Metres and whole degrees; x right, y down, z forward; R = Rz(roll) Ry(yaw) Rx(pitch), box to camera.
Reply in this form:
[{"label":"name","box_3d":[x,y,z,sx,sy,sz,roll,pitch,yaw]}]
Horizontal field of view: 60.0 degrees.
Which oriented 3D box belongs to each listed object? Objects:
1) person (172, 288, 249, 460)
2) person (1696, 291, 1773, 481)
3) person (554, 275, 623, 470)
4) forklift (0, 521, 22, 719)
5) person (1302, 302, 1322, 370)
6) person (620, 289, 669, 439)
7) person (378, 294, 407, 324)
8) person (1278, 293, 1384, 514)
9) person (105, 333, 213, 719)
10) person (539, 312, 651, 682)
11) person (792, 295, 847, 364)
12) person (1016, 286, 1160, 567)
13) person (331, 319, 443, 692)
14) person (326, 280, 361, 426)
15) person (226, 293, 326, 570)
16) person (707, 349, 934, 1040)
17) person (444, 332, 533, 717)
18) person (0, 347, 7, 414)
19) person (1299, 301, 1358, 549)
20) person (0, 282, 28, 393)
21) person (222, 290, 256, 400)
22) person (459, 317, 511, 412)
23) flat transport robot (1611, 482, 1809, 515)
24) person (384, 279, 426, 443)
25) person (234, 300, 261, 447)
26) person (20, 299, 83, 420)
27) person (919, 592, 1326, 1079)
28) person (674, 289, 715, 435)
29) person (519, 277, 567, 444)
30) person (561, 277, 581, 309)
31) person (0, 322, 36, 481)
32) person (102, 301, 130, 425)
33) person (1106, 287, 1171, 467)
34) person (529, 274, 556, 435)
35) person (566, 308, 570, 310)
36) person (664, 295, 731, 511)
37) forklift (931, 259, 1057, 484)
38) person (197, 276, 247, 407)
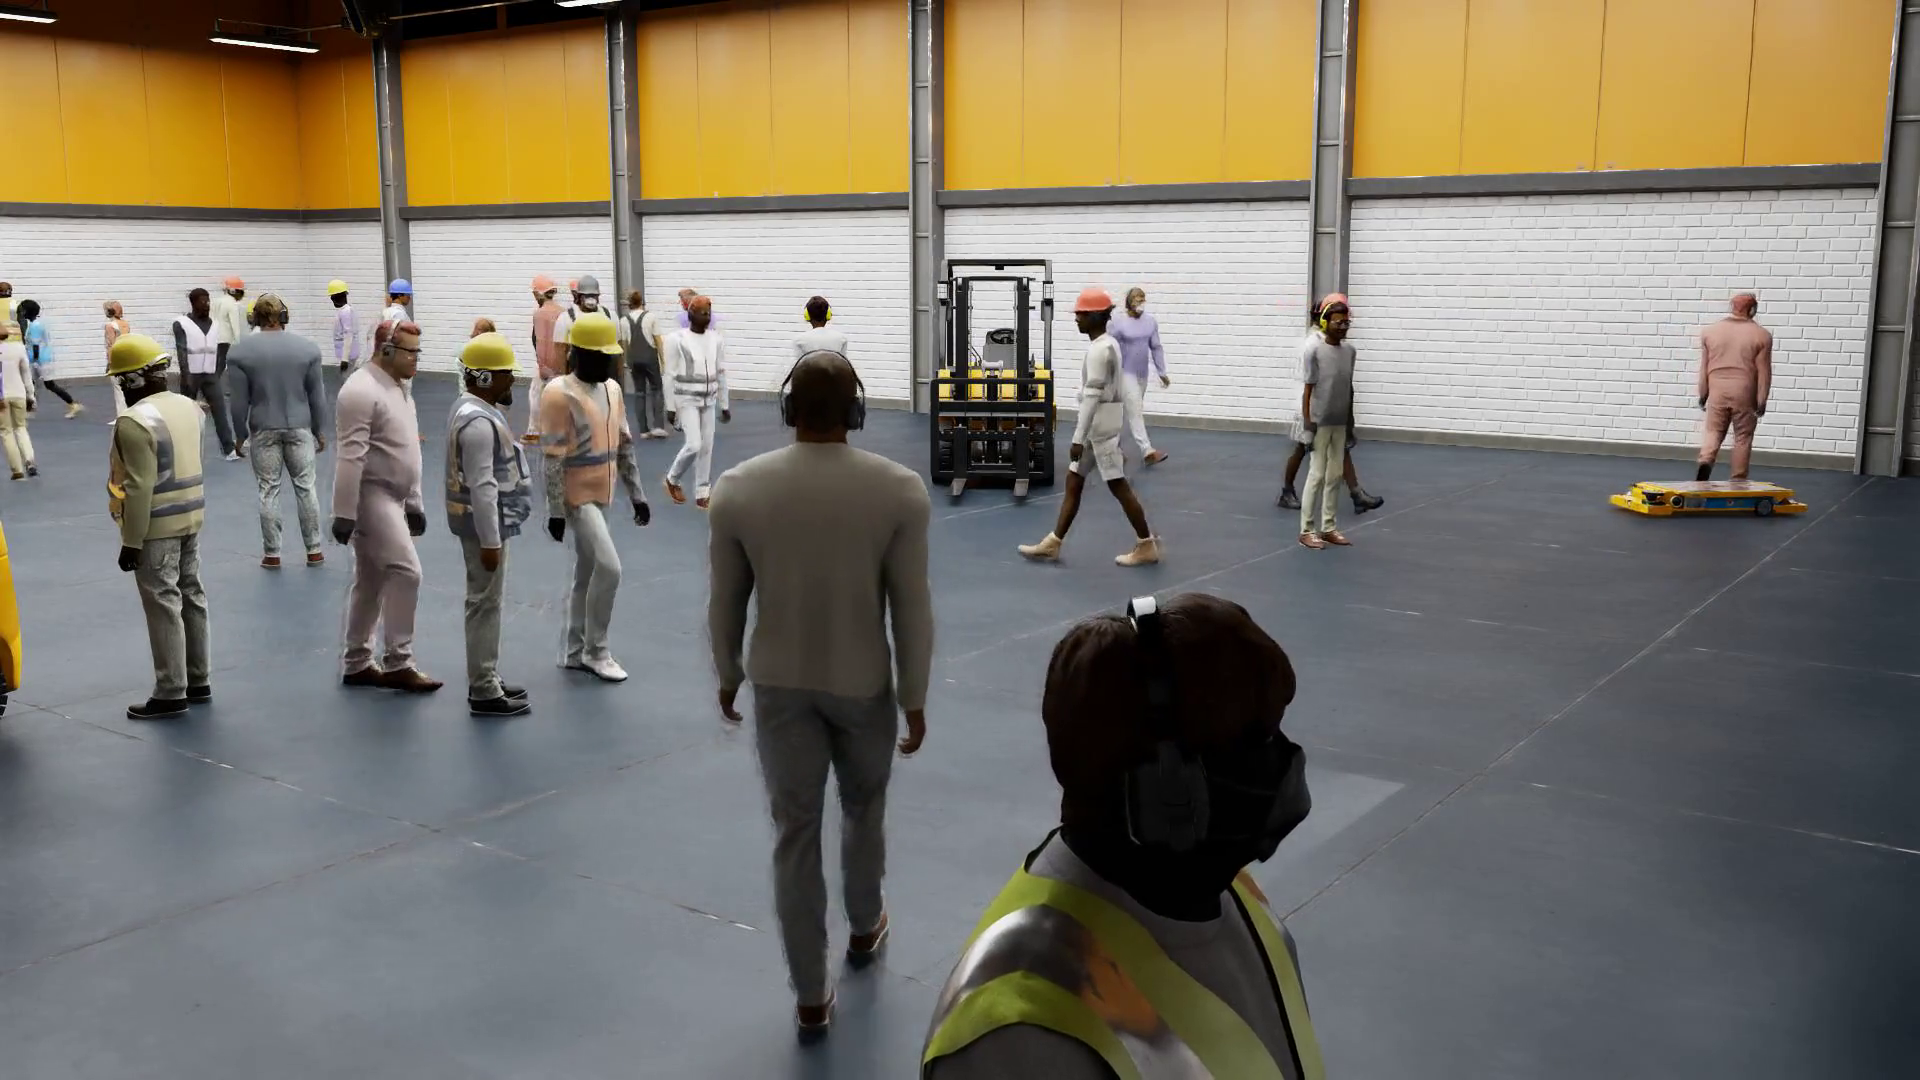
[{"label":"person","box_3d":[-8.224,-1.785,18.012,0.999,1.869,0.608,5,11,28]},{"label":"person","box_3d":[7.101,-1.339,15.291,0.652,1.885,0.644,9,13,42]},{"label":"person","box_3d":[-3.769,-1.714,17.069,0.709,2.000,0.936,-4,10,-23]},{"label":"forklift","box_3d":[-5.296,-0.090,6.943,1.214,2.155,2.313,7,12,35]},{"label":"person","box_3d":[4.140,-1.919,19.335,0.320,1.694,0.531,2,10,11]},{"label":"person","box_3d":[-3.829,-2.109,20.133,0.558,1.824,0.373,2,10,10]},{"label":"person","box_3d":[-9.730,-3.416,28.504,0.521,1.615,0.756,0,10,-1]},{"label":"person","box_3d":[3.161,-1.156,14.222,0.556,1.874,1.013,-8,12,-39]},{"label":"person","box_3d":[-3.807,-0.064,7.892,0.403,1.824,0.588,1,10,3]},{"label":"person","box_3d":[-1.857,-0.216,8.588,0.634,1.893,0.617,3,10,17]},{"label":"person","box_3d":[-1.212,-1.173,14.378,0.521,1.865,0.334,-4,10,-21]},{"label":"person","box_3d":[0.953,-0.785,11.707,1.042,1.989,0.628,1,10,8]},{"label":"person","box_3d":[-2.856,-0.170,8.387,0.682,1.870,0.676,-1,10,-4]},{"label":"person","box_3d":[-7.910,-2.378,21.391,0.379,1.918,0.585,-3,10,-18]},{"label":"person","box_3d":[-4.773,-0.754,11.669,0.628,1.937,0.378,-4,10,-24]},{"label":"person","box_3d":[-0.401,0.400,4.872,0.653,1.902,0.904,0,10,-1]},{"label":"person","box_3d":[-2.239,-0.070,7.932,0.403,1.826,0.593,-3,10,-18]},{"label":"person","box_3d":[-8.996,-1.355,15.009,0.672,2.028,0.621,7,12,37]},{"label":"person","box_3d":[2.789,-0.862,12.549,0.522,1.863,0.326,-6,11,-31]},{"label":"person","box_3d":[-14.808,-3.094,25.903,0.622,1.838,0.429,-1,10,-6]},{"label":"person","box_3d":[-10.978,-2.977,25.237,0.958,1.819,0.538,5,11,27]},{"label":"person","box_3d":[-4.820,-1.464,16.894,0.506,1.612,0.691,-3,10,-15]},{"label":"flat transport robot","box_3d":[6.447,-0.369,14.319,1.431,0.197,0.652,-1,10,-6]},{"label":"person","box_3d":[-6.649,-2.127,19.802,0.385,1.949,0.601,-6,11,-31]},{"label":"person","box_3d":[-8.041,-1.874,18.970,0.808,1.706,0.516,0,10,-3]},{"label":"person","box_3d":[-12.410,-2.438,22.536,0.842,1.660,0.530,-5,11,-29]},{"label":"person","box_3d":[0.201,0.963,1.714,0.429,1.847,0.625,3,10,20]},{"label":"person","box_3d":[-3.328,-2.221,20.786,0.612,1.799,0.872,-6,11,-34]},{"label":"person","box_3d":[-4.891,-2.096,19.573,0.811,1.962,0.601,6,11,30]},{"label":"person","box_3d":[-5.444,-2.793,23.832,0.559,1.927,0.524,-6,11,-31]},{"label":"person","box_3d":[-9.350,-1.376,16.287,0.365,1.612,0.524,8,12,39]},{"label":"person","box_3d":[-11.109,-2.334,21.973,0.310,1.638,0.543,0,10,-2]},{"label":"person","box_3d":[1.869,-1.727,17.617,0.639,1.878,1.043,-8,12,-39]},{"label":"person","box_3d":[-5.146,-2.301,20.700,0.372,1.996,0.611,-6,11,-30]},{"label":"person","box_3d":[-4.627,-1.954,19.828,0.512,1.621,0.770,4,10,24]},{"label":"person","box_3d":[-2.292,-1.177,14.379,0.473,1.871,0.598,9,13,42]},{"label":"forklift","box_3d":[0.370,-1.738,16.759,1.214,2.155,2.313,1,10,3]},{"label":"person","box_3d":[-10.895,-2.947,24.738,1.071,1.926,0.661,-6,11,-33]}]
